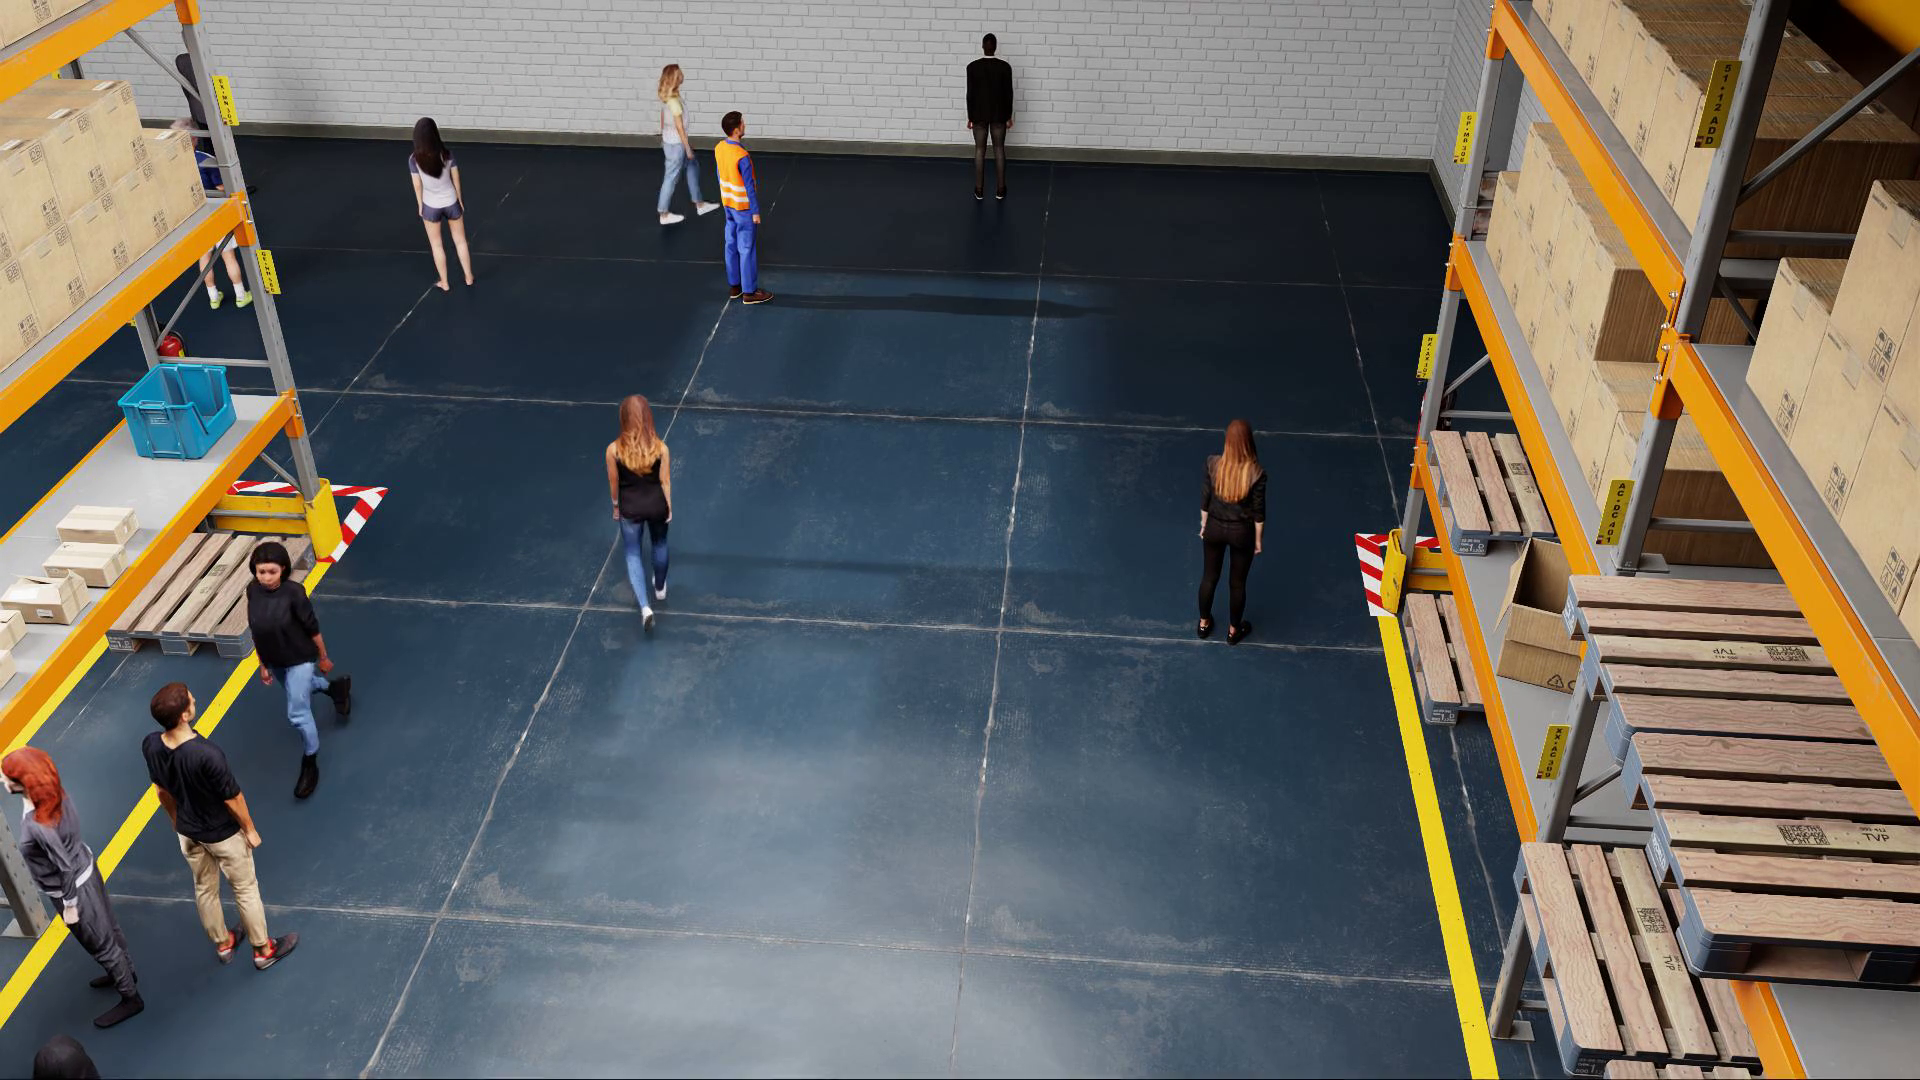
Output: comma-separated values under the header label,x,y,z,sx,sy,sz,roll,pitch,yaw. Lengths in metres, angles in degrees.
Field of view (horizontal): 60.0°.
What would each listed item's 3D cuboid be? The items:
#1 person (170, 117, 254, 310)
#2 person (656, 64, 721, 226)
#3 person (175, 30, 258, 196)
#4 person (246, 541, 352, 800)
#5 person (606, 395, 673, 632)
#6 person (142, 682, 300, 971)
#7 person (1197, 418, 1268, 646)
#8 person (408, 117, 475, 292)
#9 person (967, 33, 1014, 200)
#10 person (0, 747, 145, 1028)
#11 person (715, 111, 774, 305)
label,x,y,z,sx,sy,sz,roll,pitch,yaw
person,-7.105,-3.066,15.660,0.654,1.836,0.580,-1,34,-2
person,-3.046,-4.090,17.325,0.940,1.698,0.982,-13,36,-18
person,-8.138,-4.653,18.047,0.803,1.837,0.778,19,38,26
person,-4.044,0.691,10.171,0.605,1.654,1.130,7,34,10
person,-2.176,-0.170,11.422,0.782,1.703,1.064,-7,34,-10
person,-3.948,1.514,8.750,0.685,1.856,0.582,8,34,12
person,1.820,-0.055,11.241,0.661,1.713,0.631,14,36,20
person,-5.020,-3.245,16.046,0.672,1.705,0.685,-15,37,-21
person,0.322,-4.568,17.951,0.668,1.800,0.578,0,34,0
person,-4.516,1.750,8.466,0.710,1.779,0.594,-14,36,-21
person,-2.089,-3.157,15.770,0.830,1.864,0.777,-26,42,-34
